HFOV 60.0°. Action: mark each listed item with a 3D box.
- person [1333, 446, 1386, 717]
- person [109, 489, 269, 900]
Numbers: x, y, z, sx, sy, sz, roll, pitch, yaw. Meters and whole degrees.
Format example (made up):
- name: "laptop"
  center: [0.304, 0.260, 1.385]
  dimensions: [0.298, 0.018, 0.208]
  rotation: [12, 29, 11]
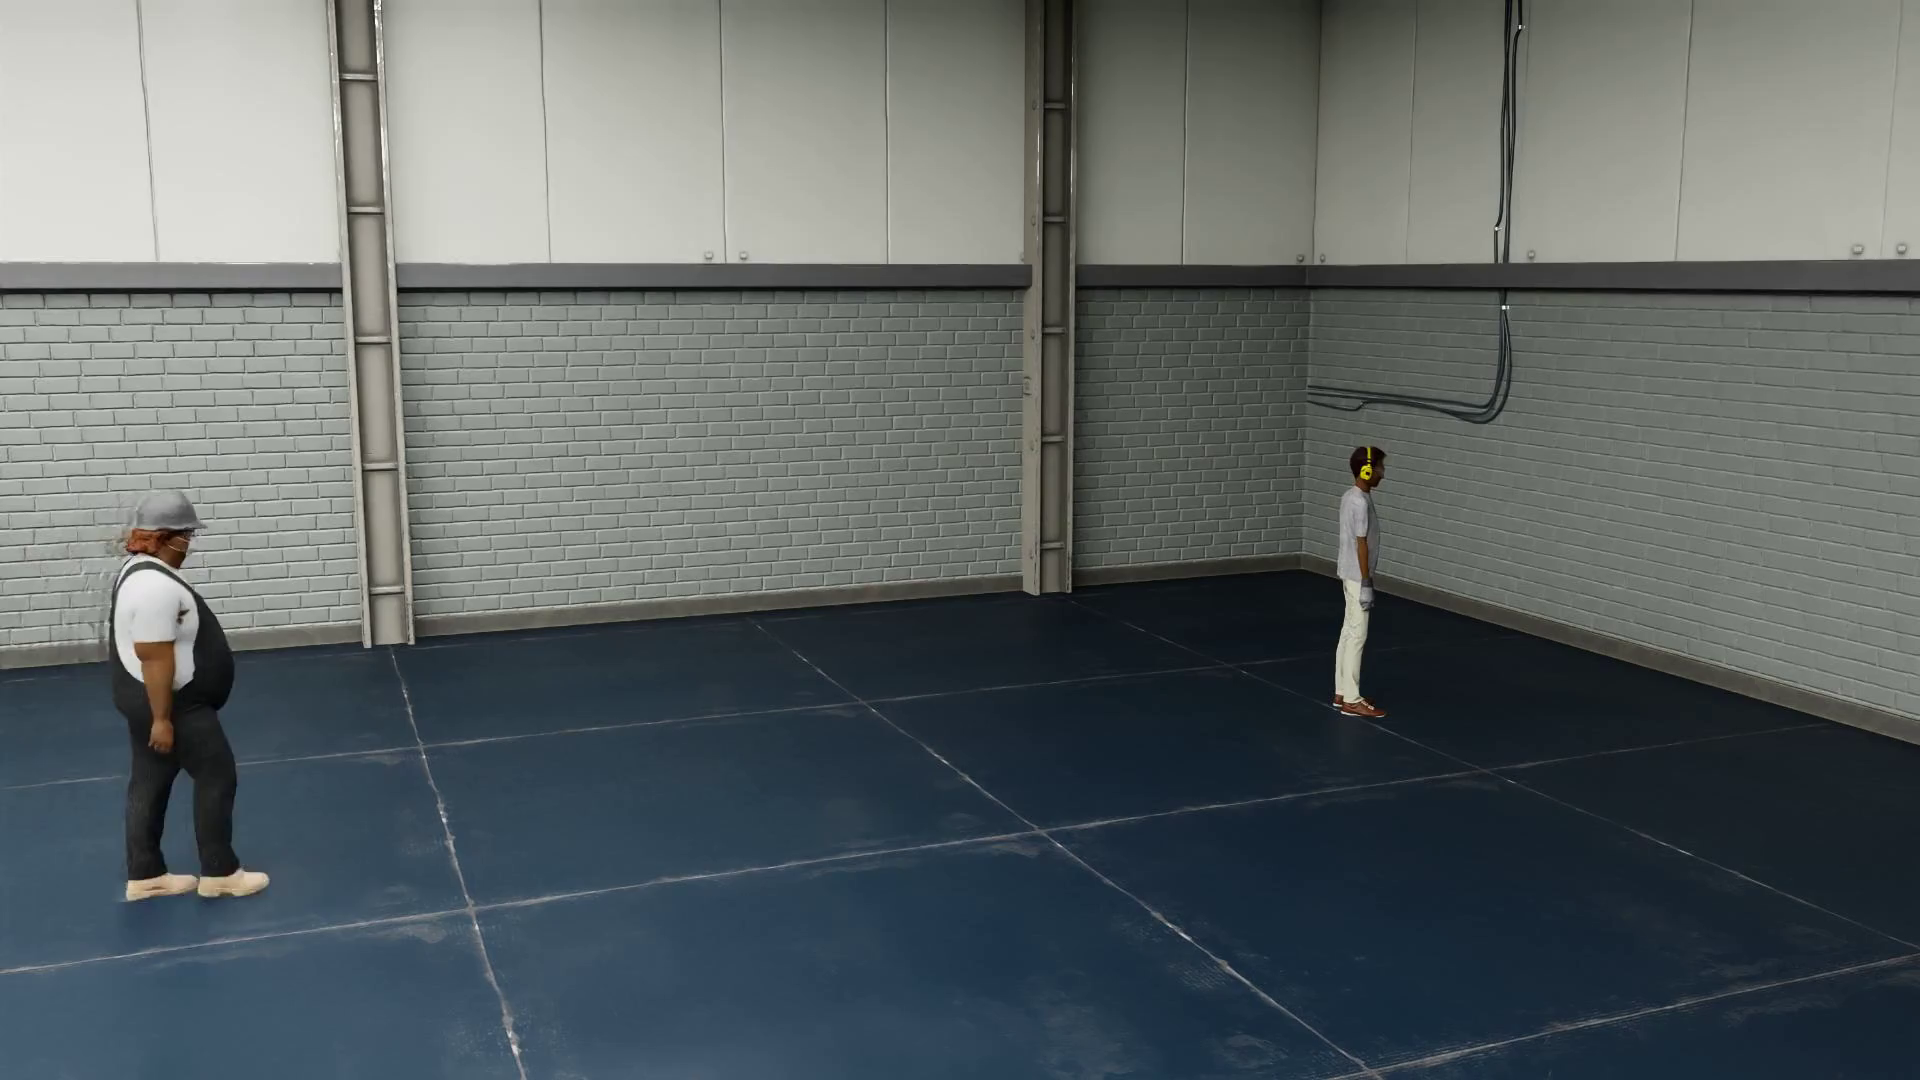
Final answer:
- name: "person"
  center: [2.780, 0.282, 11.502]
  dimensions: [0.328, 1.867, 0.509]
  rotation: [0, 9, 2]
- name: "person"
  center: [-3.732, 0.740, 8.068]
  dimensions: [0.763, 2.000, 0.705]
  rotation: [-6, 11, -32]
